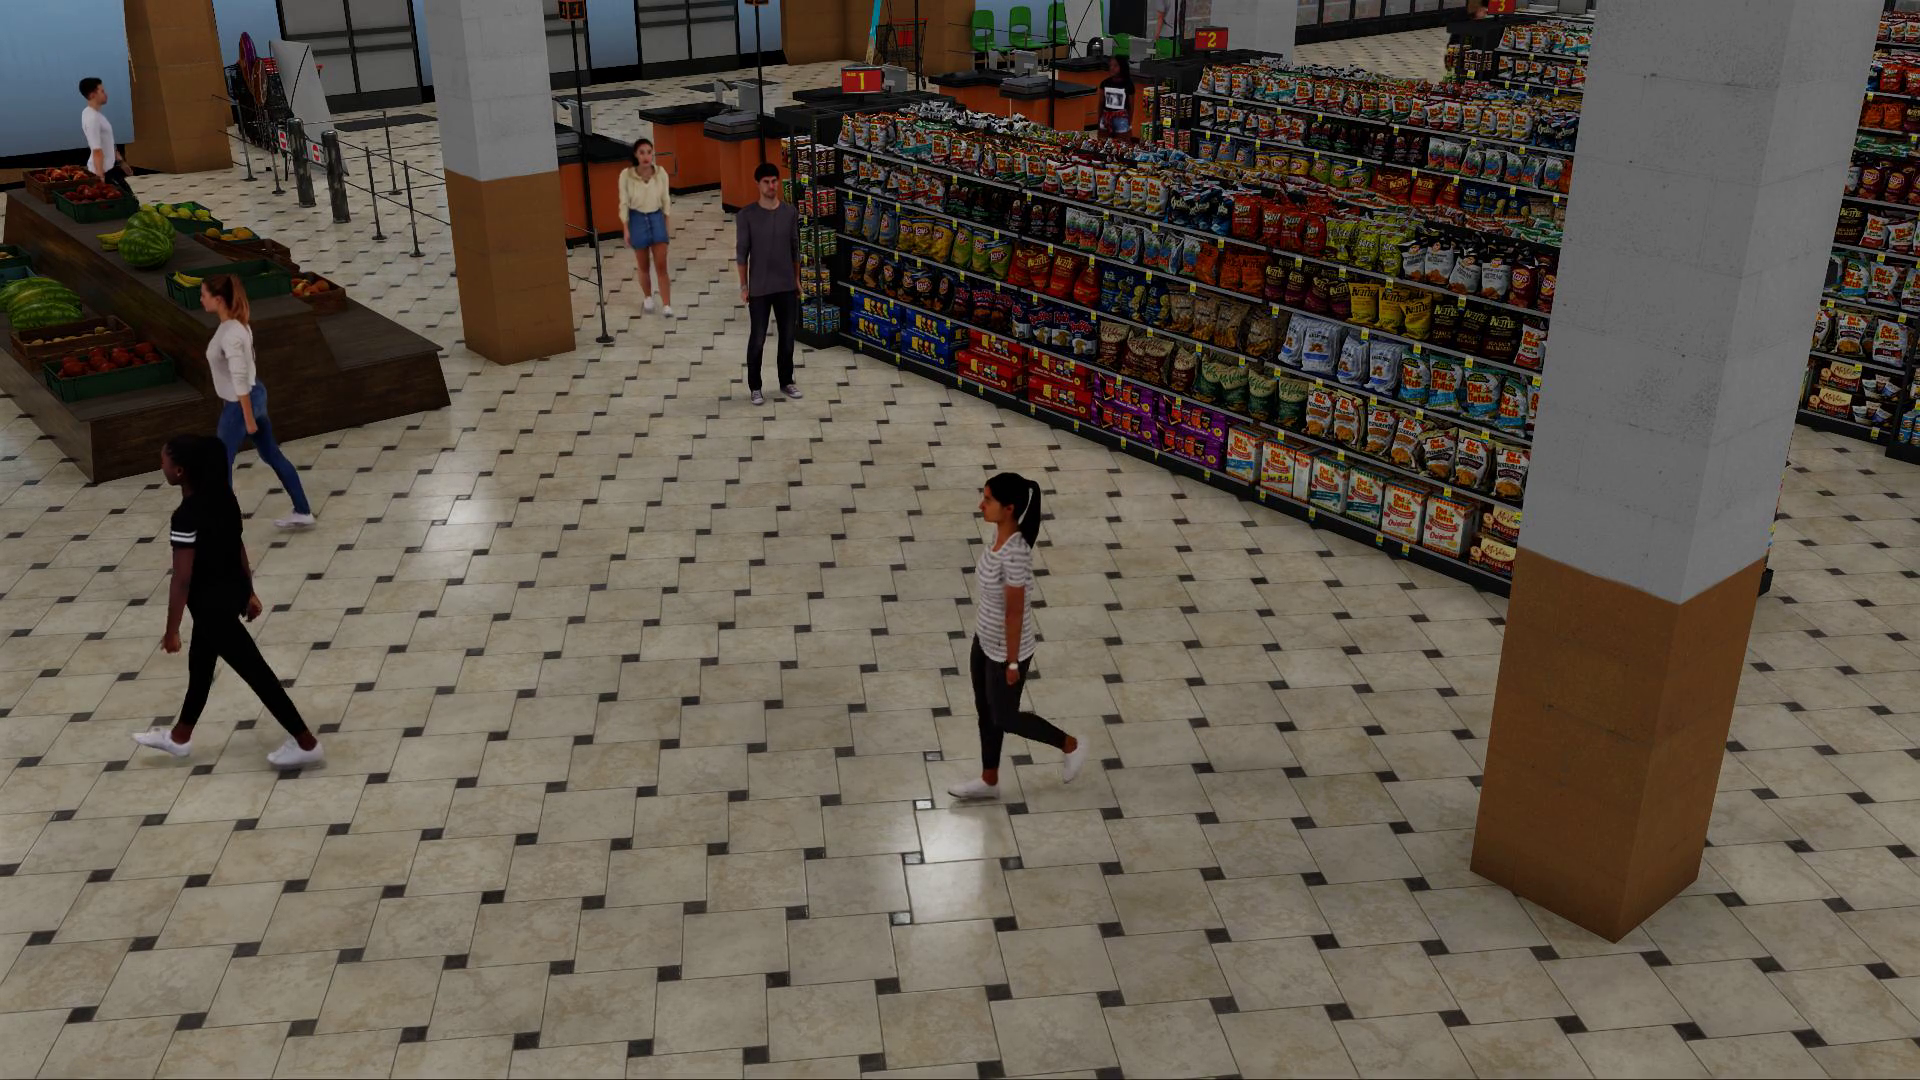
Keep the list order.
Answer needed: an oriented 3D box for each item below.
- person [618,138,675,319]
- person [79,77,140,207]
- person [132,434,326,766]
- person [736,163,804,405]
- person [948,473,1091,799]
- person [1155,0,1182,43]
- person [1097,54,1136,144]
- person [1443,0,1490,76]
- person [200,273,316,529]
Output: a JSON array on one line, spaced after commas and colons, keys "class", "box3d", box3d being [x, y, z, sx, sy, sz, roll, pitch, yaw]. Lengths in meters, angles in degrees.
[{"class": "person", "box3d": [-2.876, -2.845, 15.180, 0.910, 1.595, 1.119, -6, 24, -13]}, {"class": "person", "box3d": [-8.840, -3.759, 16.990, 0.831, 1.819, 1.051, -14, 27, -29]}, {"class": "person", "box3d": [-3.377, 0.346, 7.780, 1.146, 1.682, 1.162, -1, 24, -2]}, {"class": "person", "box3d": [-1.471, -2.001, 12.930, 0.717, 1.852, 0.620, -11, 26, -24]}, {"class": "person", "box3d": [0.281, 0.470, 7.555, 0.894, 1.635, 0.925, -4, 24, -9]}, {"class": "person", "box3d": [3.495, -8.550, 27.851, 0.667, 1.890, 0.560, -18, 29, -35]}, {"class": "person", "box3d": [1.825, -4.820, 19.531, 0.663, 1.726, 0.767, 11, 26, 24]}, {"class": "person", "box3d": [7.335, -6.951, 24.278, 0.932, 1.823, 1.025, 12, 26, 25]}, {"class": "person", "box3d": [-4.392, -0.819, 10.446, 0.994, 1.679, 1.089, -5, 24, -12]}]
